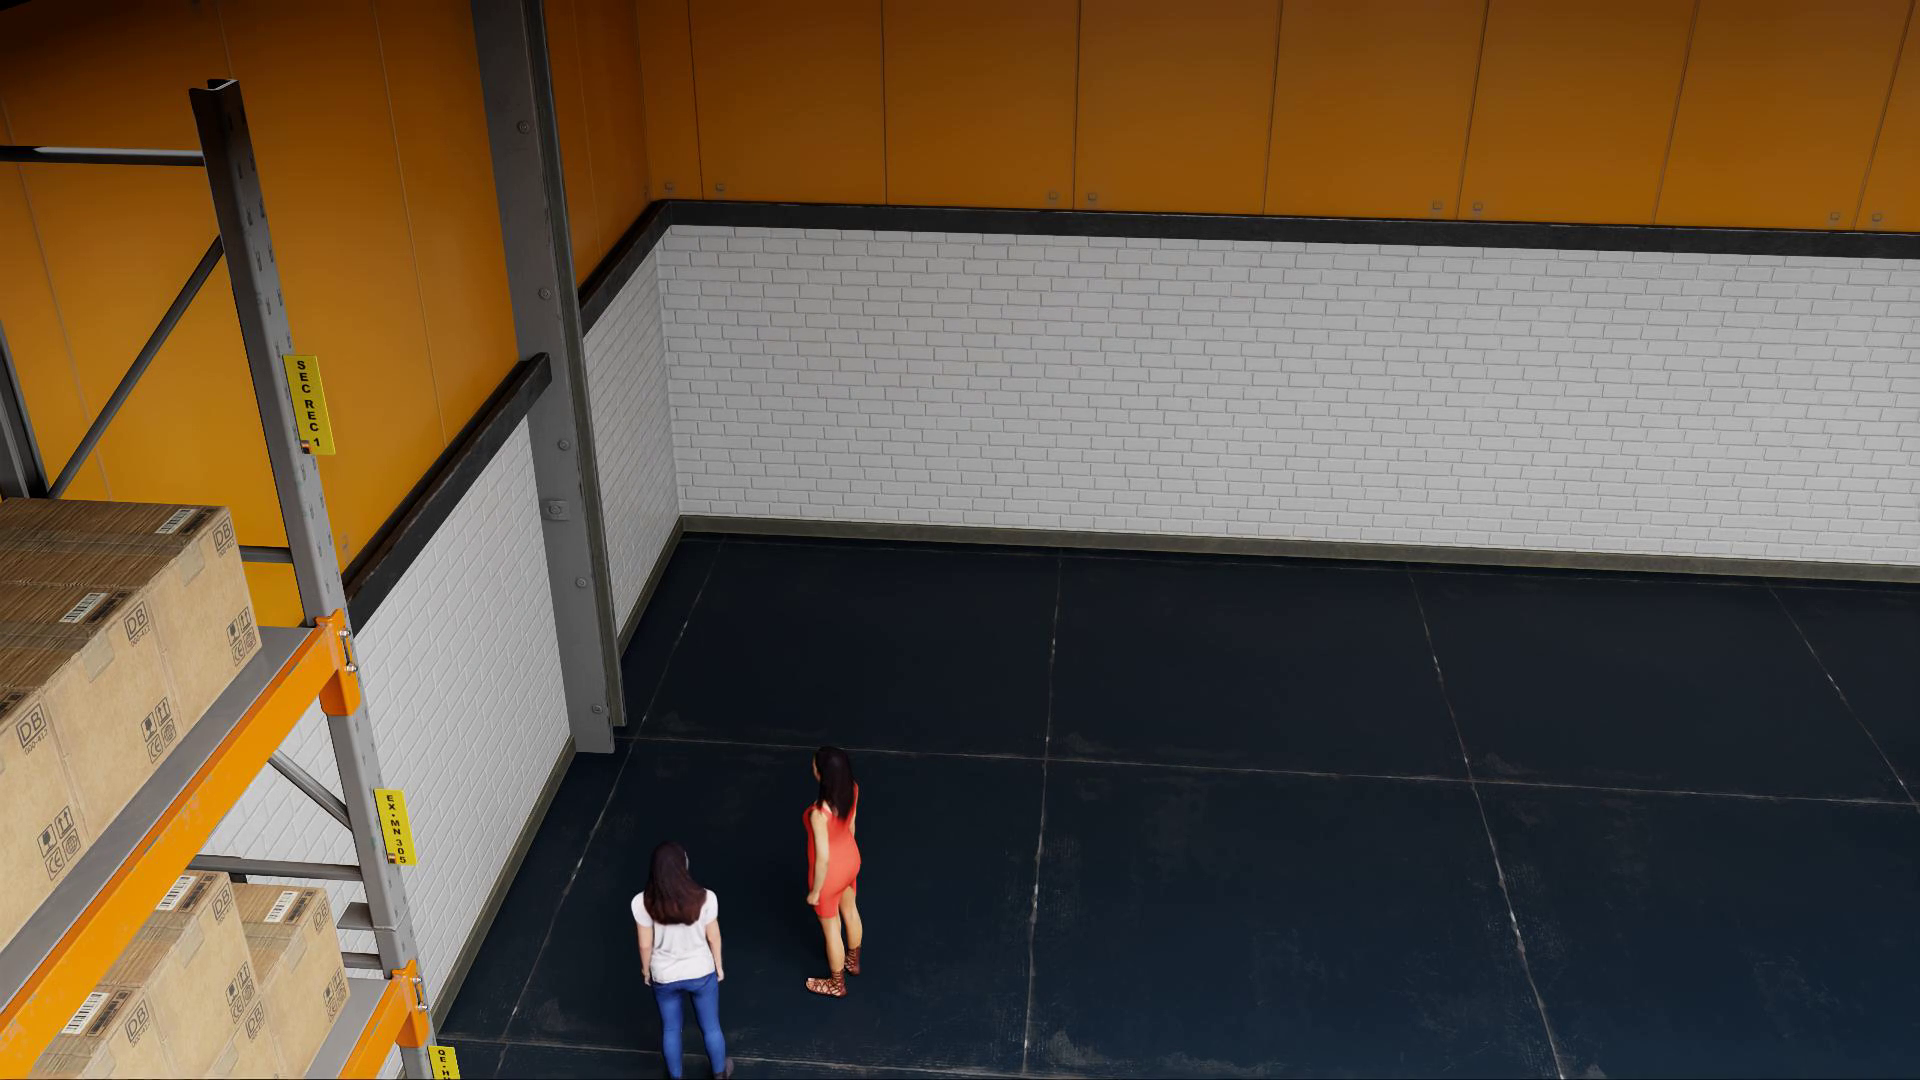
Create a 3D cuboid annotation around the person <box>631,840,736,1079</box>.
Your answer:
[{"bbox_3d":[-1.464,2.307,8.812,0.627,1.684,0.579,-2,29,-4],"label":"person"}]

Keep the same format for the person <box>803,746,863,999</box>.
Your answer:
[{"bbox_3d":[-0.717,1.893,9.535,0.717,1.719,0.585,13,31,23],"label":"person"}]
